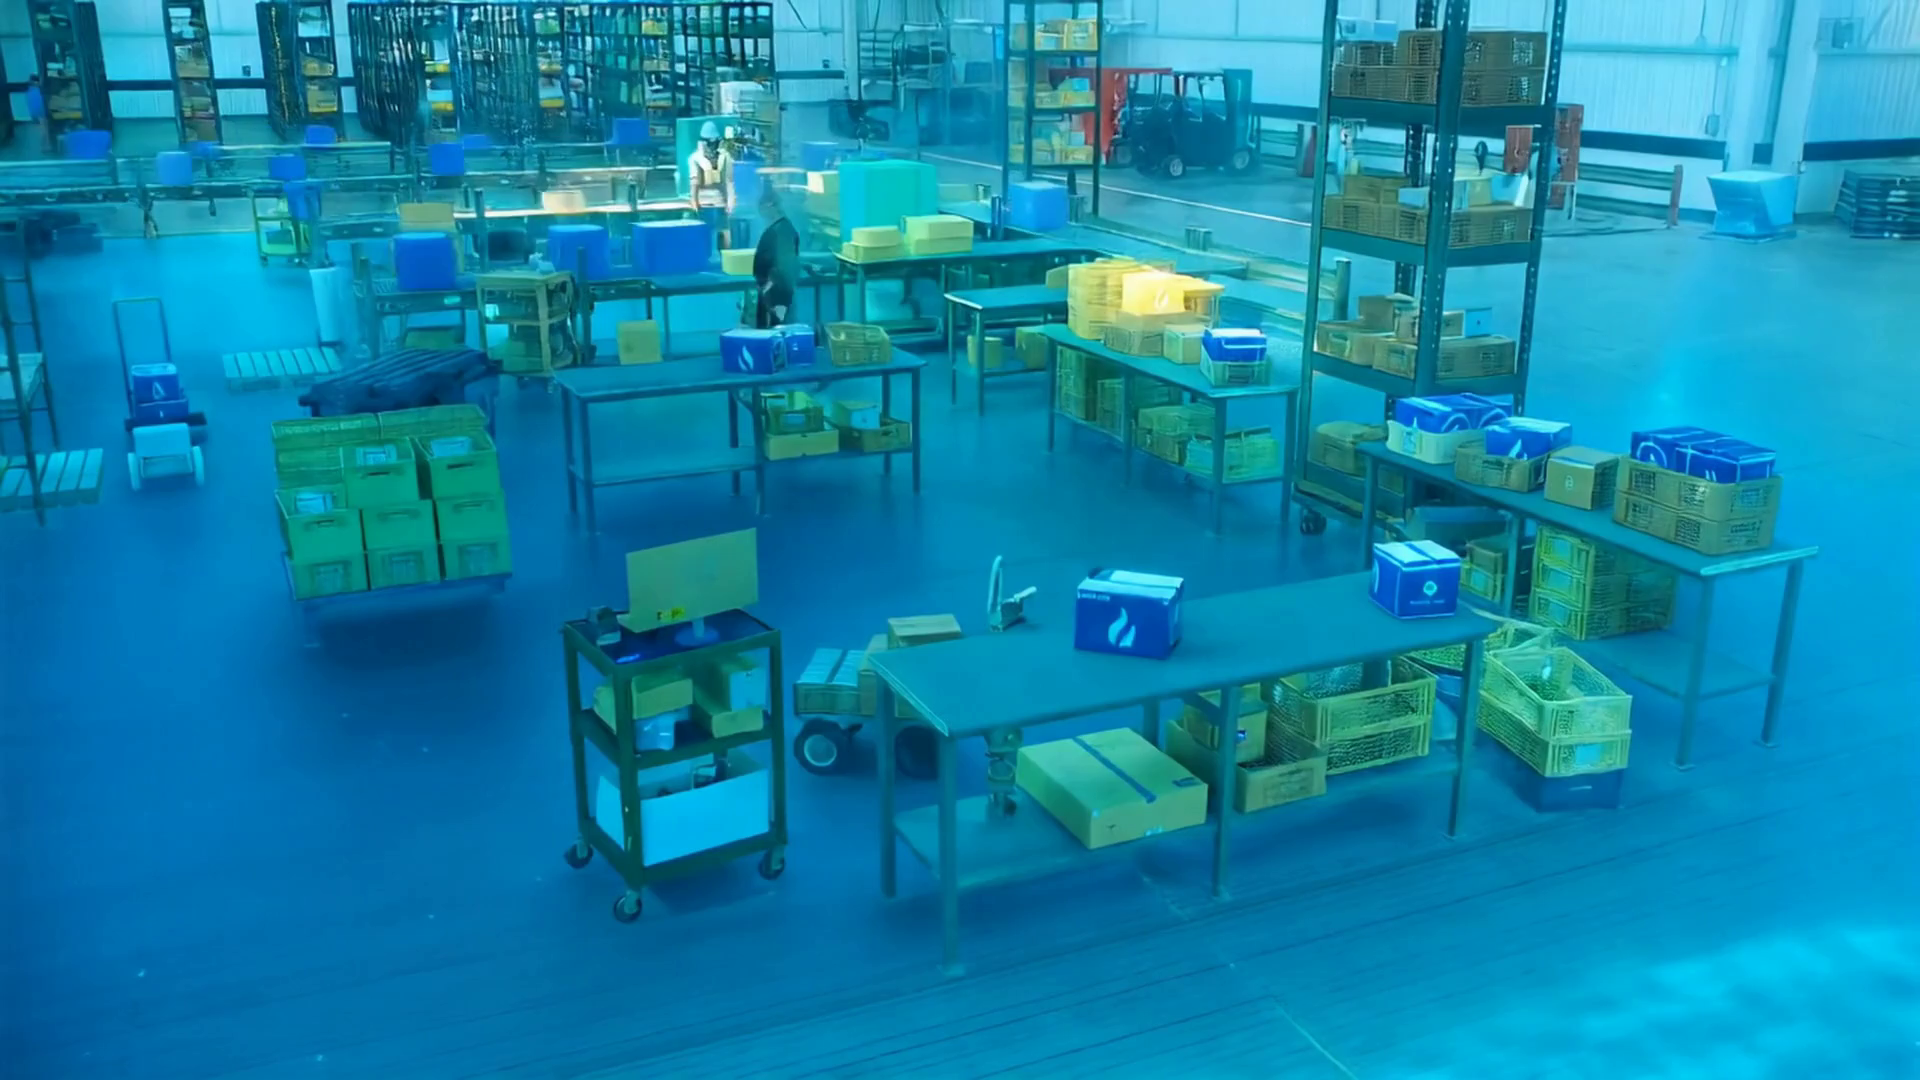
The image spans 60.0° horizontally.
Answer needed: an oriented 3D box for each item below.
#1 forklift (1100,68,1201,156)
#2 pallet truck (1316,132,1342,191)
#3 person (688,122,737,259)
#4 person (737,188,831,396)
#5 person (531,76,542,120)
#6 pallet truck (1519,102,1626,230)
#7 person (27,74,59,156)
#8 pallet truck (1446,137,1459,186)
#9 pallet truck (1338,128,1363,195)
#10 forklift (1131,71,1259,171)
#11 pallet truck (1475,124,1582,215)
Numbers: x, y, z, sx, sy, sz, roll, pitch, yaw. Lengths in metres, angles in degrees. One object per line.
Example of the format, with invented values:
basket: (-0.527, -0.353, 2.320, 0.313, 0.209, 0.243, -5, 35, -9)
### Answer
forklift: (4.082, -9.564, 37.410, 2.680, 1.987, 1.157, -8, 19, -23)
pallet truck: (7.723, -7.504, 32.656, 1.601, 1.201, 0.680, -8, 19, -23)
person: (-3.117, -4.254, 21.096, 0.609, 2.043, 0.397, -8, 19, -23)
person: (-1.577, -2.219, 14.956, 0.881, 1.874, 0.653, -7, 19, -20)
person: (-11.695, -12.072, 46.041, 0.391, 1.848, 0.563, -7, 19, -21)
pallet truck: (9.972, -6.037, 26.785, 1.885, 1.965, 0.823, -9, 20, -25)
person: (-22.026, -10.199, 39.981, 0.443, 1.954, 0.636, 8, 19, 24)
pallet truck: (9.184, -6.485, 29.328, 1.630, 1.274, 0.653, -8, 19, -23)
pallet truck: (7.845, -7.140, 31.411, 1.522, 1.261, 0.704, -9, 20, -25)
forklift: (4.998, -8.936, 35.413, 2.680, 1.987, 1.157, -9, 20, -25)
pallet truck: (9.707, -6.455, 28.103, 1.885, 1.965, 0.823, -7, 19, -20)
